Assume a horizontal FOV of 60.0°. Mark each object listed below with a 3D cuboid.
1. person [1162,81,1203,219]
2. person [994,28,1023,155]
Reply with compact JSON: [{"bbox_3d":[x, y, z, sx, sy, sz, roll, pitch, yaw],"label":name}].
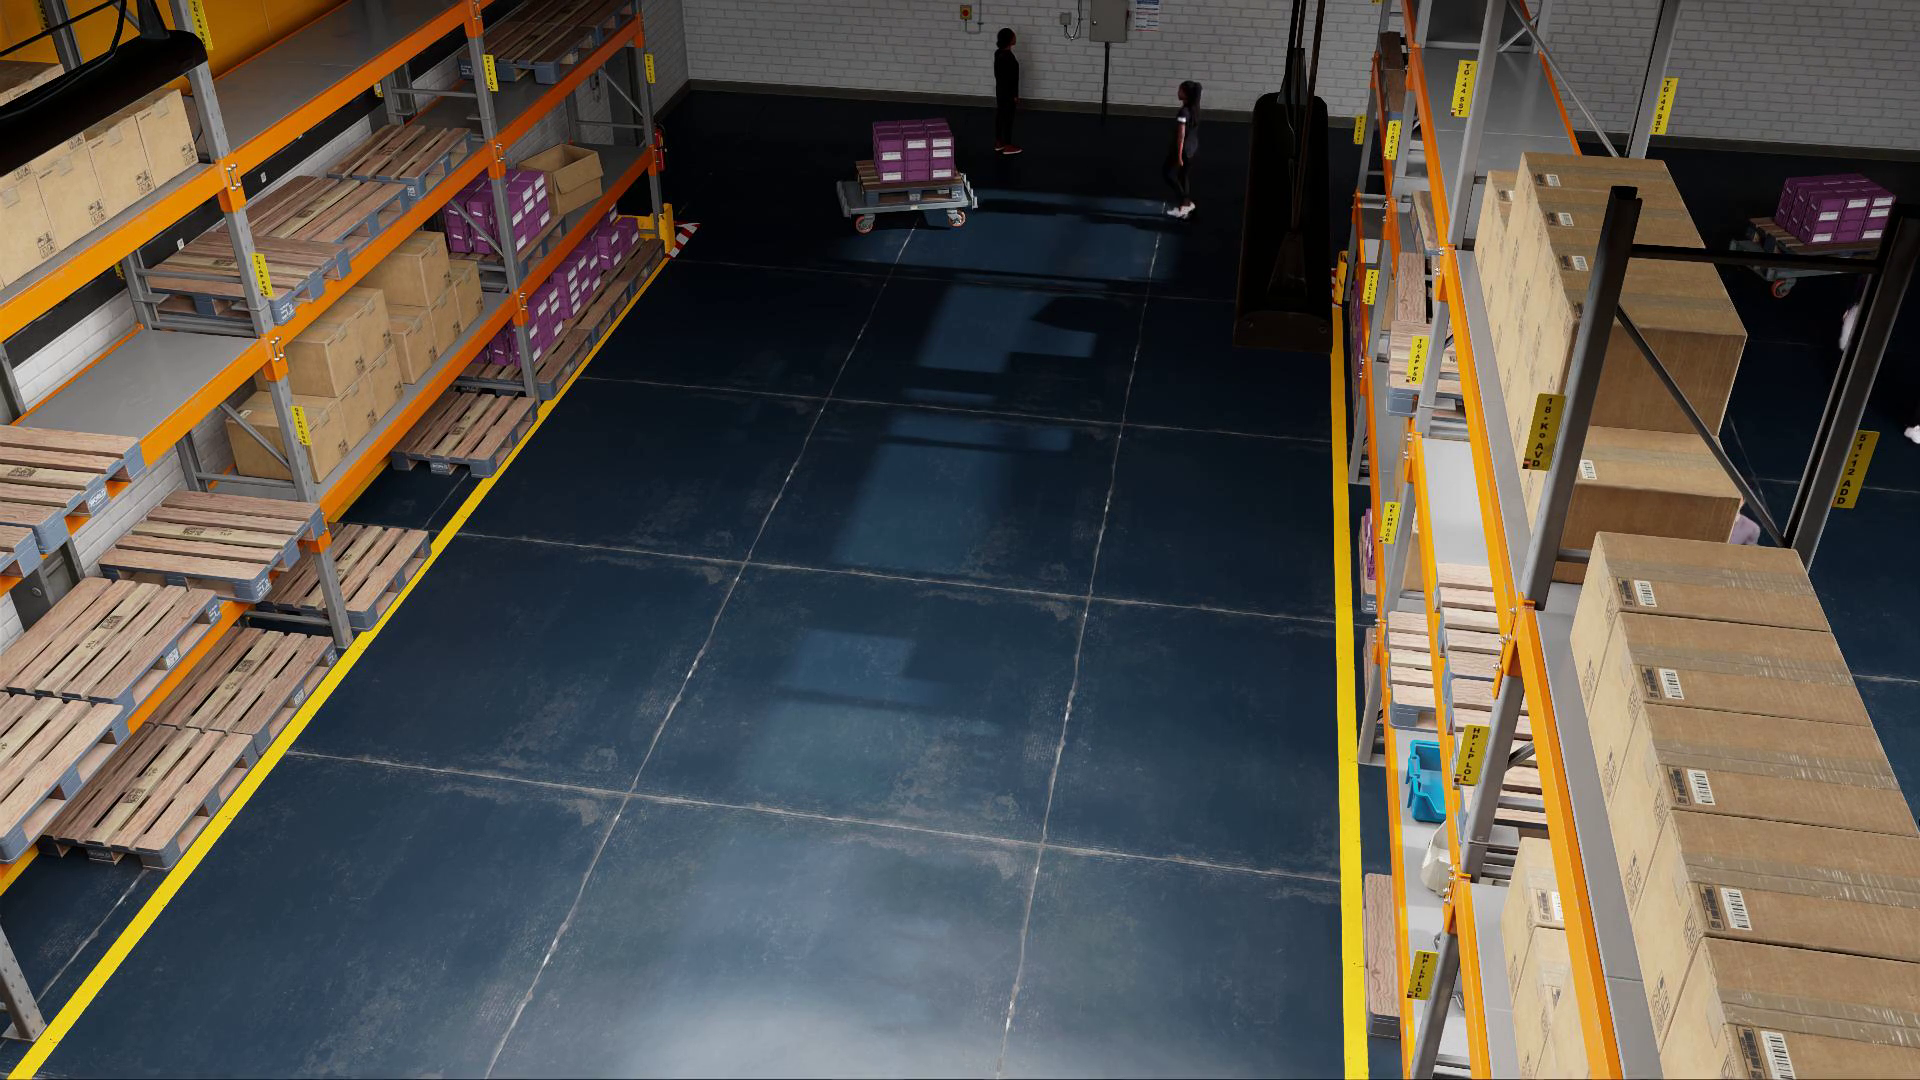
[{"bbox_3d":[2.811,-4.742,20.320,0.800,1.721,0.746,20,39,27],"label":"person"},{"bbox_3d":[0.621,-6.023,22.289,0.742,1.674,0.679,-20,39,-28],"label":"person"}]
